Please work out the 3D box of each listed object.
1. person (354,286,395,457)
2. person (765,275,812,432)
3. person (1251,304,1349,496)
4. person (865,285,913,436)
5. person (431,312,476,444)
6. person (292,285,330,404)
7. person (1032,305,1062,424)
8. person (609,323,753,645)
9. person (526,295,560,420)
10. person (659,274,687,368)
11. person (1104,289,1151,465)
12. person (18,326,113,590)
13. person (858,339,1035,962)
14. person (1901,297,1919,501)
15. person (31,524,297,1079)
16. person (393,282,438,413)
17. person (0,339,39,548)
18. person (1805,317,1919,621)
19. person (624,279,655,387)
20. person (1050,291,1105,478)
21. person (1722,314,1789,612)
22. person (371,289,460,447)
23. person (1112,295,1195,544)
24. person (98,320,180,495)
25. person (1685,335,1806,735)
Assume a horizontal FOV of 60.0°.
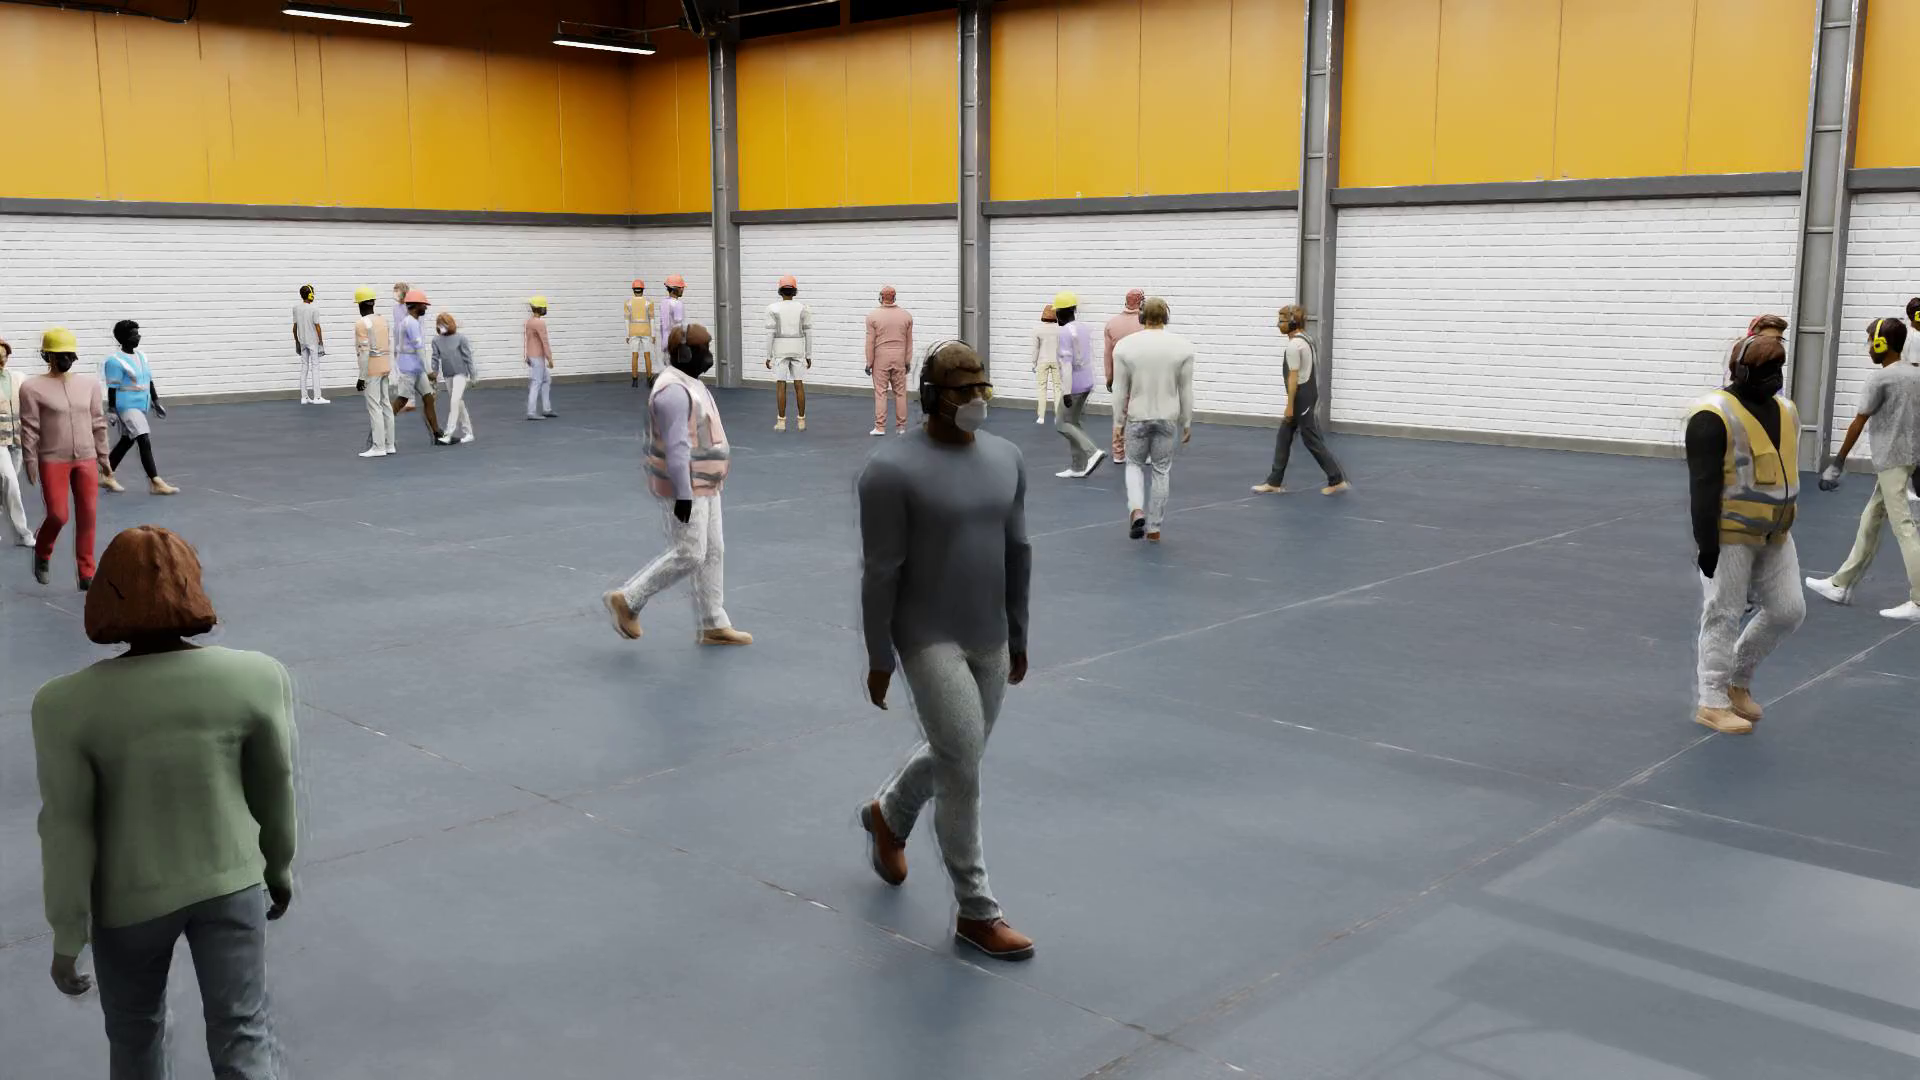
[{"bbox_3d":[-6.640,-1.894,18.784,0.383,1.923,0.590,2,9,11],"label":"person"},{"bbox_3d":[-2.241,-2.432,21.712,0.615,2.041,0.376,-3,10,-17],"label":"person"},{"bbox_3d":[3.216,-1.287,15.481,0.889,1.807,0.507,2,9,11],"label":"person"},{"bbox_3d":[-0.917,-2.279,21.181,0.641,1.913,0.407,-4,10,-24],"label":"person"},{"bbox_3d":[-6.158,-1.950,20.107,0.517,1.585,0.797,3,10,20],"label":"person"},{"bbox_3d":[-10.215,-3.067,26.139,0.531,1.870,0.318,3,10,18],"label":"person"},{"bbox_3d":[1.230,-2.403,22.792,0.502,1.633,0.280,0,9,0],"label":"person"},{"bbox_3d":[-1.556,-0.292,9.257,0.696,1.826,0.637,1,9,5],"label":"person"},{"bbox_3d":[-5.844,-2.559,23.404,0.661,1.743,0.543,-6,11,-33],"label":"person"},{"bbox_3d":[-4.138,-2.847,24.258,0.373,2.042,0.614,-7,11,-36],"label":"person"},{"bbox_3d":[1.888,-1.762,18.026,0.652,1.906,0.403,4,10,25],"label":"person"},{"bbox_3d":[-5.863,-0.521,10.901,0.433,1.757,0.527,6,11,35],"label":"person"},{"bbox_3d":[-0.072,0.308,5.342,0.637,1.914,0.891,-8,12,-40],"label":"person"},{"bbox_3d":[8.749,-1.302,15.320,0.329,1.871,0.513,3,10,16],"label":"person"},{"bbox_3d":[-1.647,0.761,3.528,0.517,1.591,0.857,-7,11,-36],"label":"person"},{"bbox_3d":[-8.097,-2.826,24.484,0.503,1.926,0.635,-8,12,-41],"label":"person"},{"bbox_3d":[-7.389,-0.753,12.797,0.853,1.597,0.512,4,10,23],"label":"person"},{"bbox_3d":[5.615,-0.446,10.215,0.550,1.813,0.947,-6,11,-33],"label":"person"},{"bbox_3d":[-5.741,-3.705,29.850,0.544,1.936,0.359,-1,9,-8],"label":"person"},{"bbox_3d":[1.158,-1.548,16.728,0.576,1.901,0.641,4,10,25],"label":"person"},{"bbox_3d":[4.922,-0.487,10.416,0.564,1.838,0.390,-8,12,-40],"label":"person"},{"bbox_3d":[-6.555,-2.034,19.778,1.008,1.894,0.546,-3,10,-16],"label":"person"},{"bbox_3d":[1.485,-0.912,12.789,0.629,1.925,0.480,1,9,6],"label":"person"},{"bbox_3d":[-7.810,-1.245,15.642,0.881,1.652,0.534,1,9,3],"label":"person"},{"bbox_3d":[3.576,-0.019,7.584,0.649,1.823,0.458,-4,10,-24],"label":"person"}]
